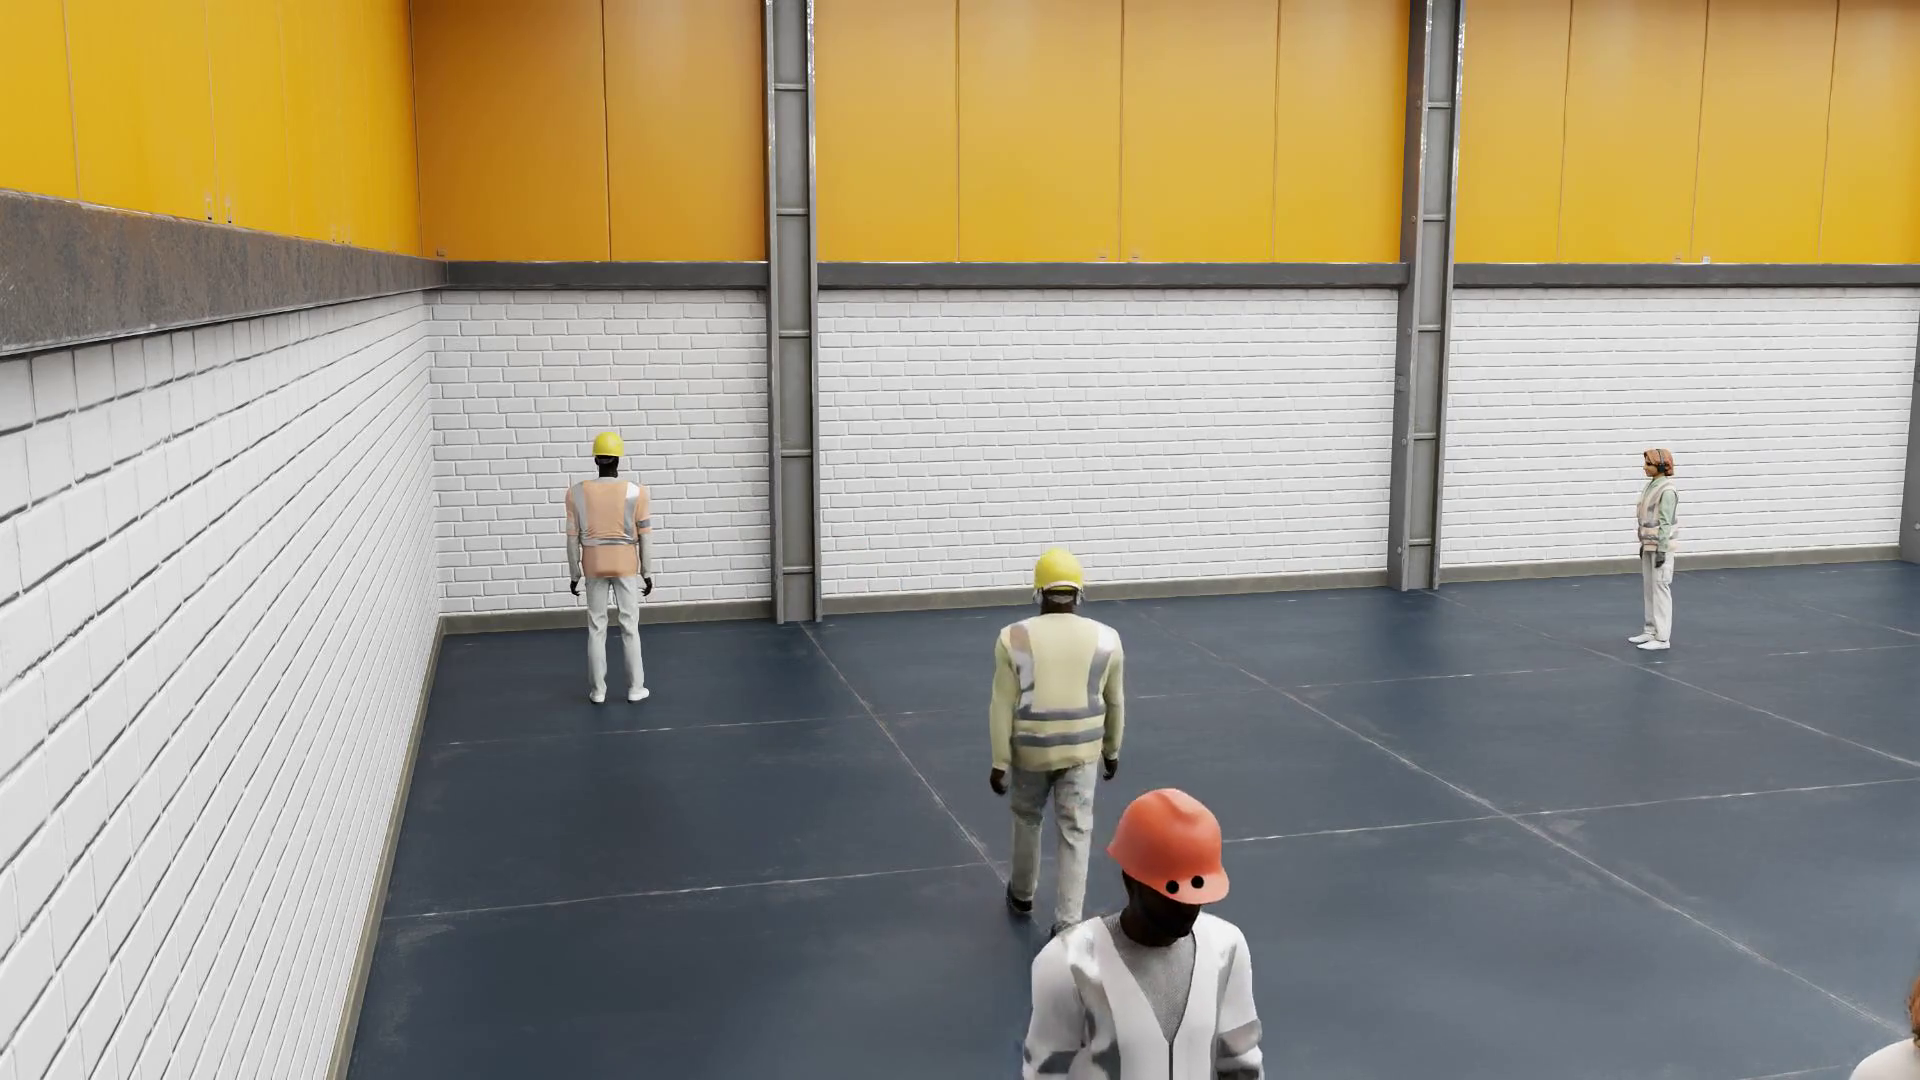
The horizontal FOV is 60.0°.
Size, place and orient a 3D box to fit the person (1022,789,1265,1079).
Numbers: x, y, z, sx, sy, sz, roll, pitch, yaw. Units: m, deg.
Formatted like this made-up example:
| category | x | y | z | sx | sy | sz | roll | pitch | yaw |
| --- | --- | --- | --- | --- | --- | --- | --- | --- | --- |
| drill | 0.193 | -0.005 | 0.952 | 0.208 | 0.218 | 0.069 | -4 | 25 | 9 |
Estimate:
| category | x | y | z | sx | sy | sz | roll | pitch | yaw |
| --- | --- | --- | --- | --- | --- | --- | --- | --- | --- |
| person | 0.477 | 1.494 | 3.759 | 0.563 | 1.884 | 0.978 | -4 | 10 | -26 |

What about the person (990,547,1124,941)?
| category | x | y | z | sx | sy | sz | roll | pitch | yaw |
| --- | --- | --- | --- | --- | --- | --- | --- | --- | --- |
| person | 0.423 | 0.920 | 7.602 | 0.625 | 1.802 | 0.826 | -1 | 9 | -5 |

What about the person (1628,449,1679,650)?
| category | x | y | z | sx | sy | sz | roll | pitch | yaw |
| --- | --- | --- | --- | --- | --- | --- | --- | --- | --- |
| person | 5.627 | 0.073 | 13.449 | 0.315 | 1.629 | 0.509 | 0 | 9 | 2 |

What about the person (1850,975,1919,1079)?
| category | x | y | z | sx | sy | sz | roll | pitch | yaw |
| --- | --- | --- | --- | --- | --- | --- | --- | --- | --- |
| person | 2.213 | 1.630 | 3.774 | 0.504 | 1.608 | 0.709 | 0 | 9 | -2 |

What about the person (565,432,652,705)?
| category | x | y | z | sx | sy | sz | roll | pitch | yaw |
| --- | --- | --- | --- | --- | --- | --- | --- | --- | --- |
| person | -2.464 | 0.200 | 11.725 | 0.591 | 1.926 | 0.387 | -1 | 9 | -5 |
